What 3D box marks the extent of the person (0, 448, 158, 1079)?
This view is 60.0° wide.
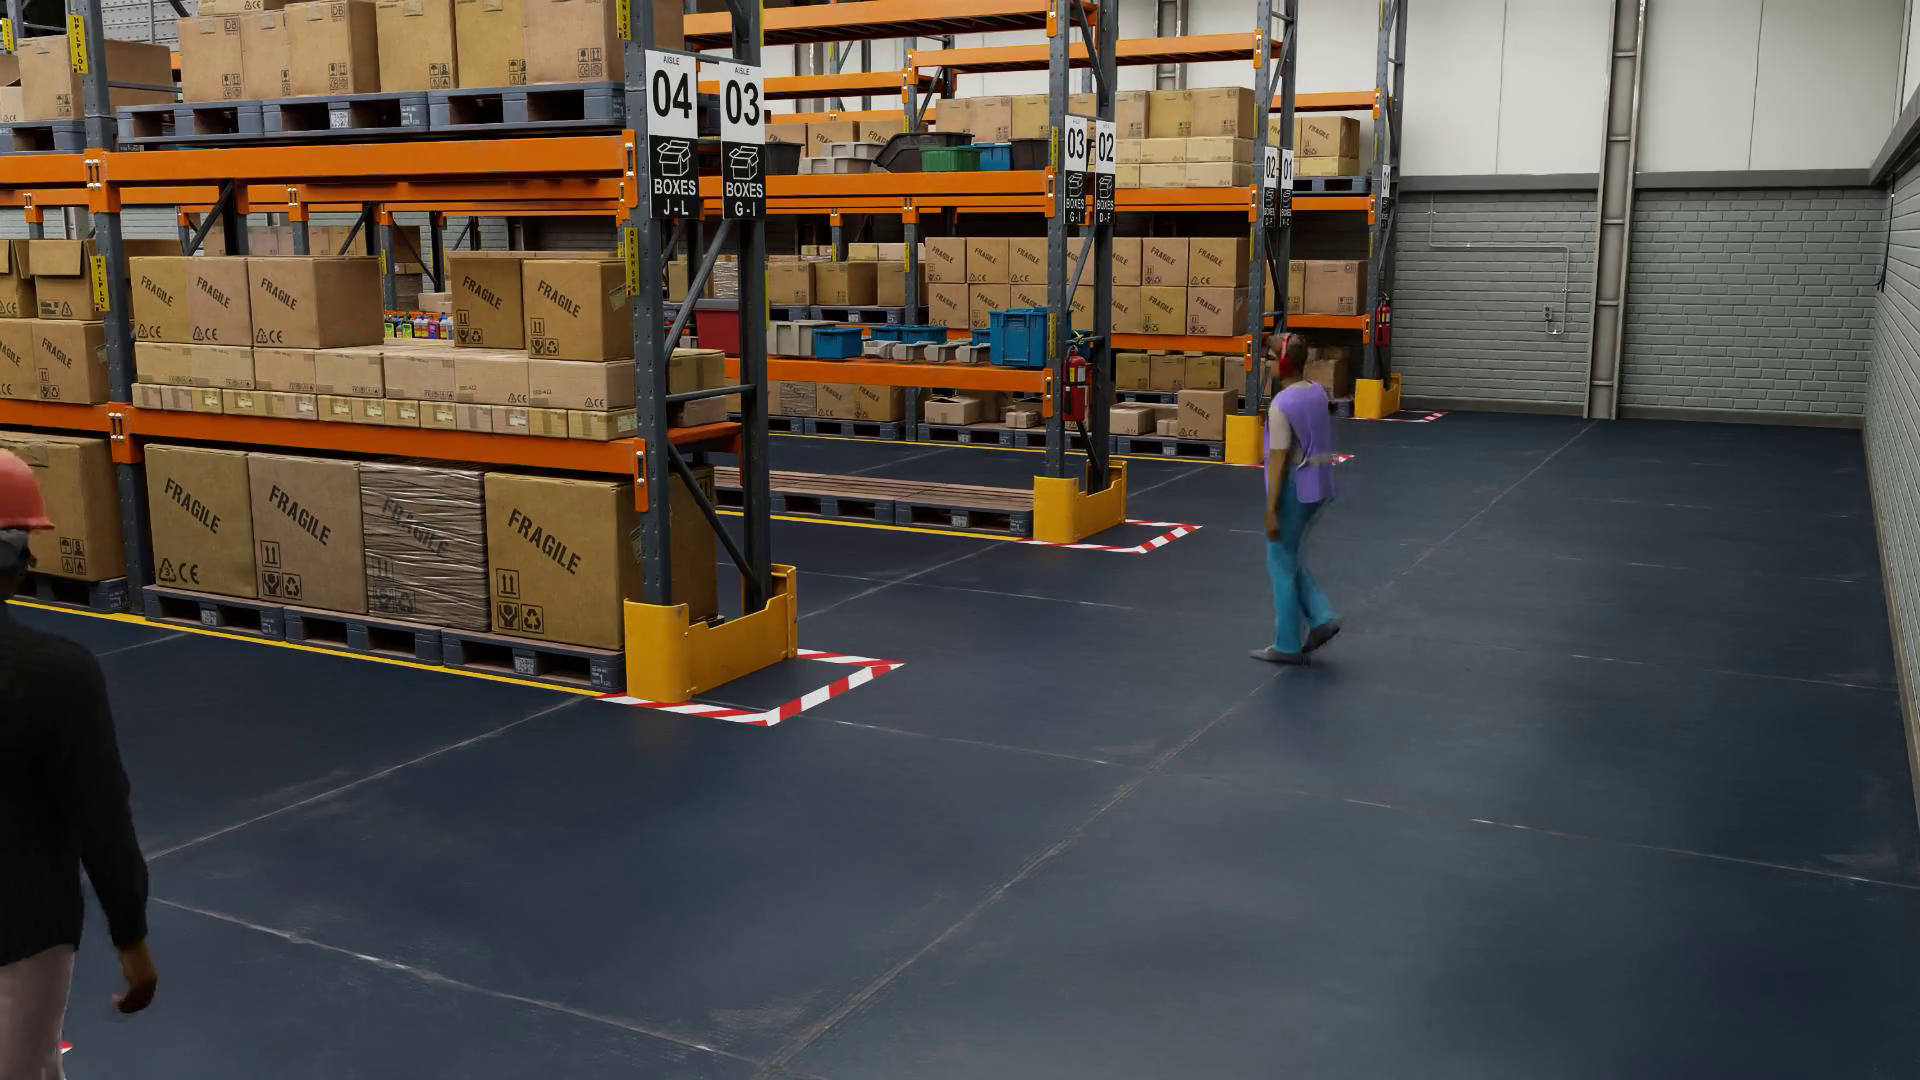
[{"bbox_3d":[-2.000,0.790,3.331,0.669,1.949,0.969,2,11,13],"label":"person"}]

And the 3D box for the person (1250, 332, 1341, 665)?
[{"bbox_3d":[1.810,-0.215,9.082,0.438,1.828,0.604,7,12,33],"label":"person"}]
